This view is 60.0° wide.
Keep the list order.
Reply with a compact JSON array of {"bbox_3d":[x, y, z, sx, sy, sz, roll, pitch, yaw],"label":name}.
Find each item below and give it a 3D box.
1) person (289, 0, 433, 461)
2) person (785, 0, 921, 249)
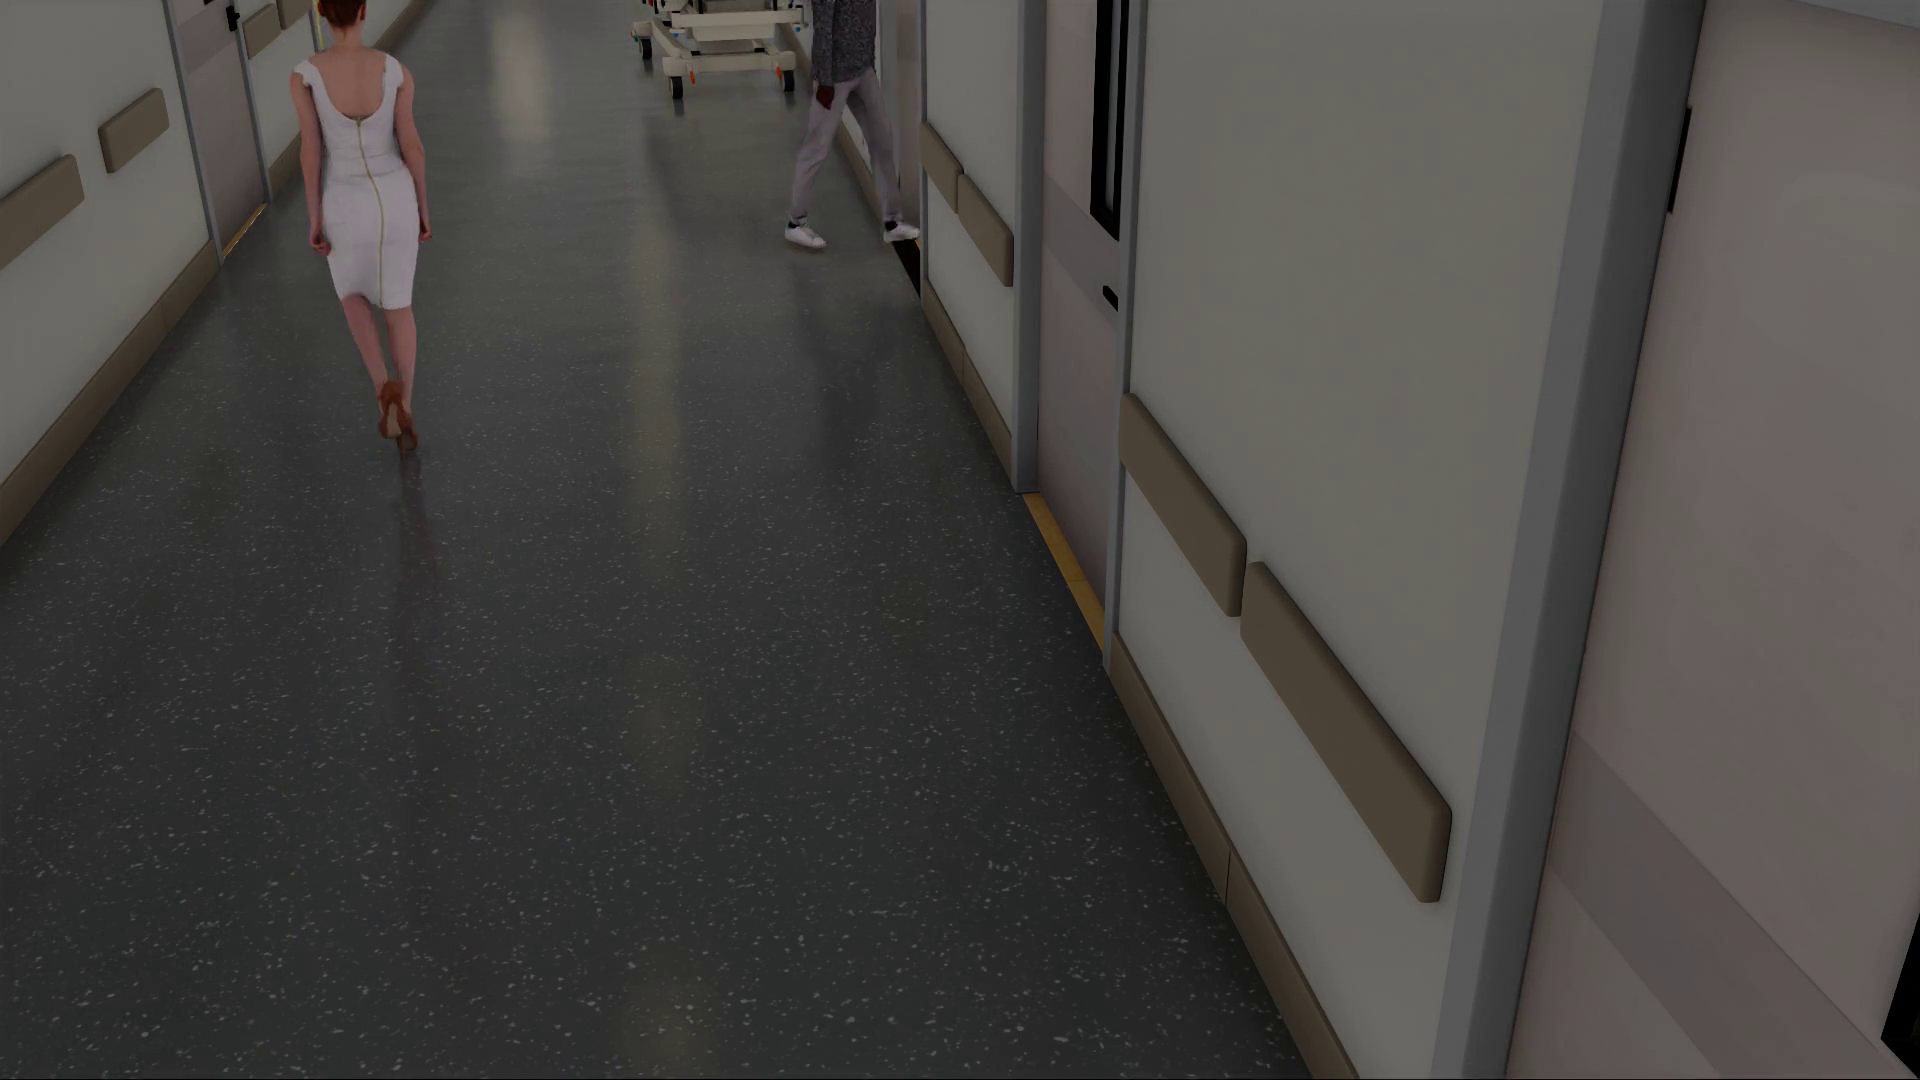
[{"bbox_3d":[-2.081,-1.095,5.878,0.669,1.780,0.707,-9,27,-18],"label":"person"},{"bbox_3d":[-0.671,-2.394,8.553,1.206,1.795,1.120,16,30,30],"label":"person"}]
